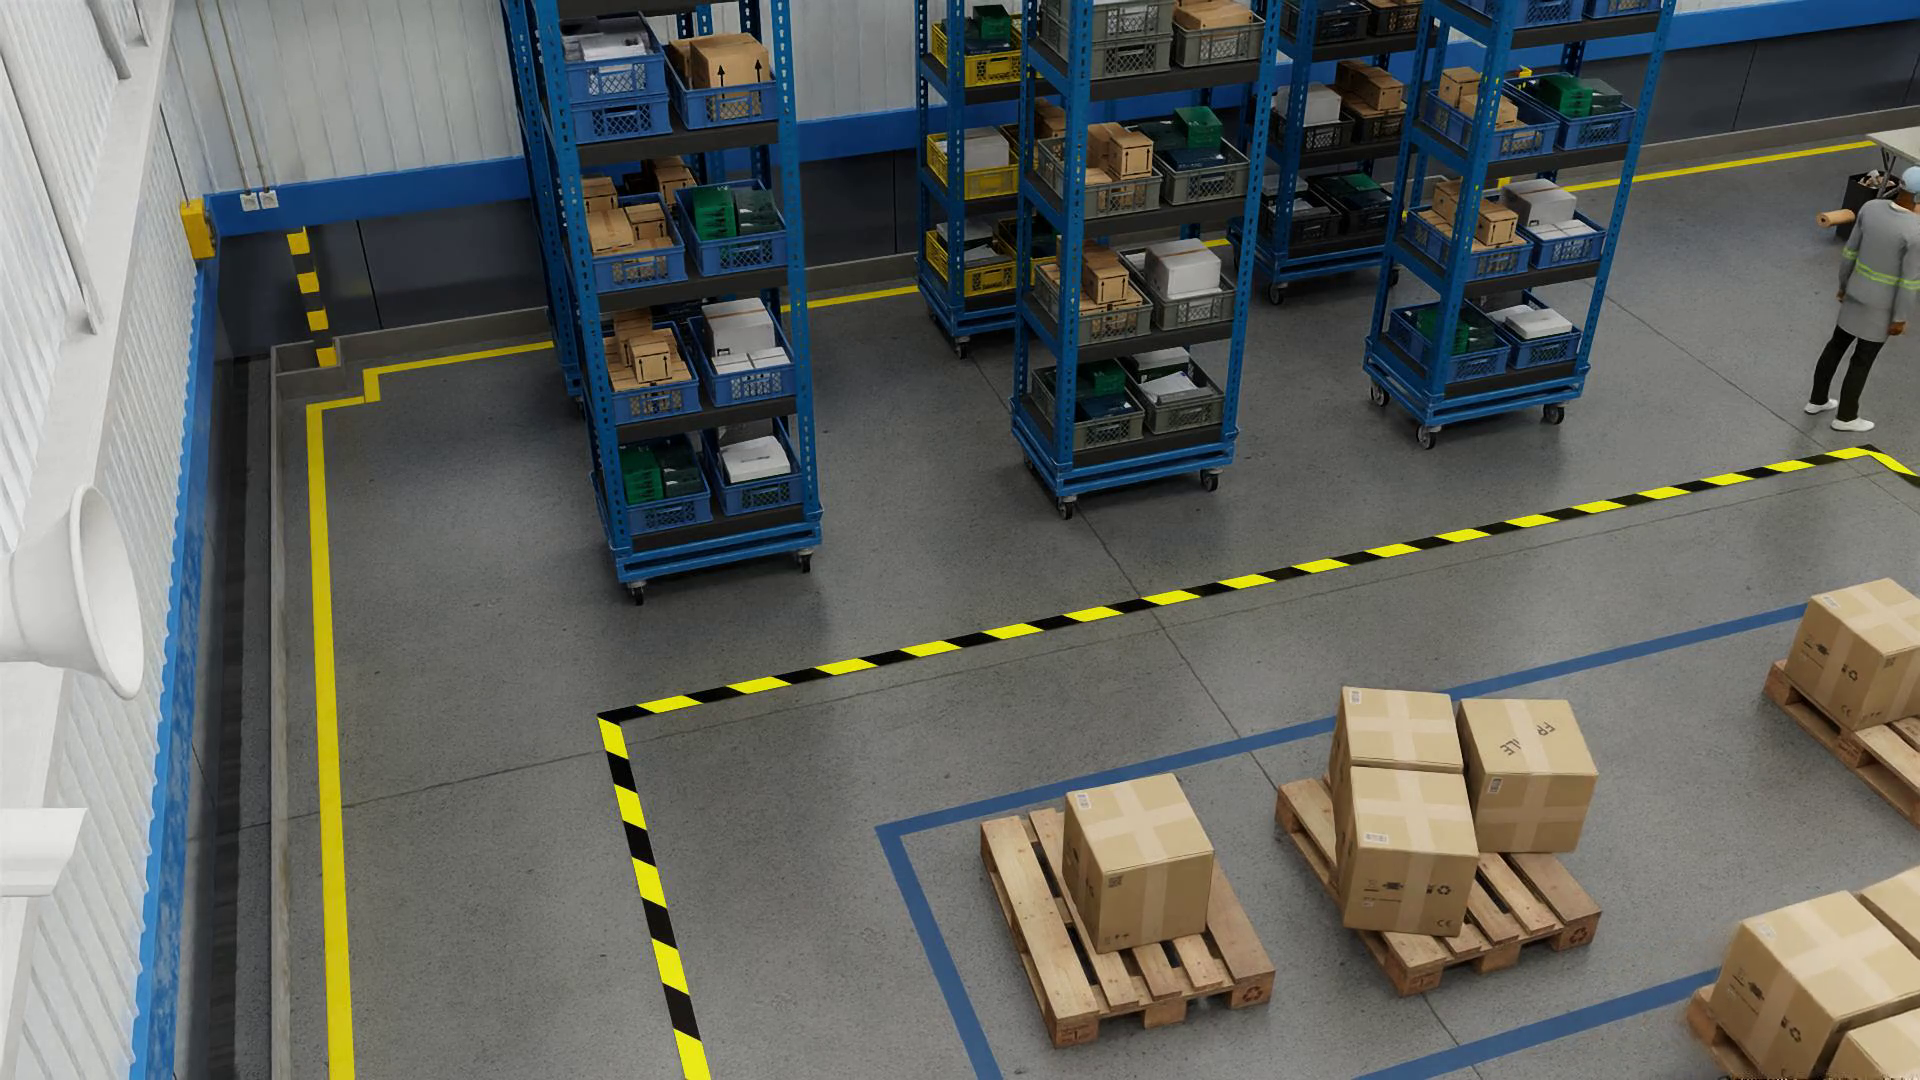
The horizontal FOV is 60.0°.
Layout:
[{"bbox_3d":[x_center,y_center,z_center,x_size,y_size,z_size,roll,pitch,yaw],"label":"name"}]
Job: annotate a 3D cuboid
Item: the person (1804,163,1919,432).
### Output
[{"bbox_3d":[6.027,-1.594,10.943,0.395,1.850,0.589,-10,36,-14],"label":"person"}]
